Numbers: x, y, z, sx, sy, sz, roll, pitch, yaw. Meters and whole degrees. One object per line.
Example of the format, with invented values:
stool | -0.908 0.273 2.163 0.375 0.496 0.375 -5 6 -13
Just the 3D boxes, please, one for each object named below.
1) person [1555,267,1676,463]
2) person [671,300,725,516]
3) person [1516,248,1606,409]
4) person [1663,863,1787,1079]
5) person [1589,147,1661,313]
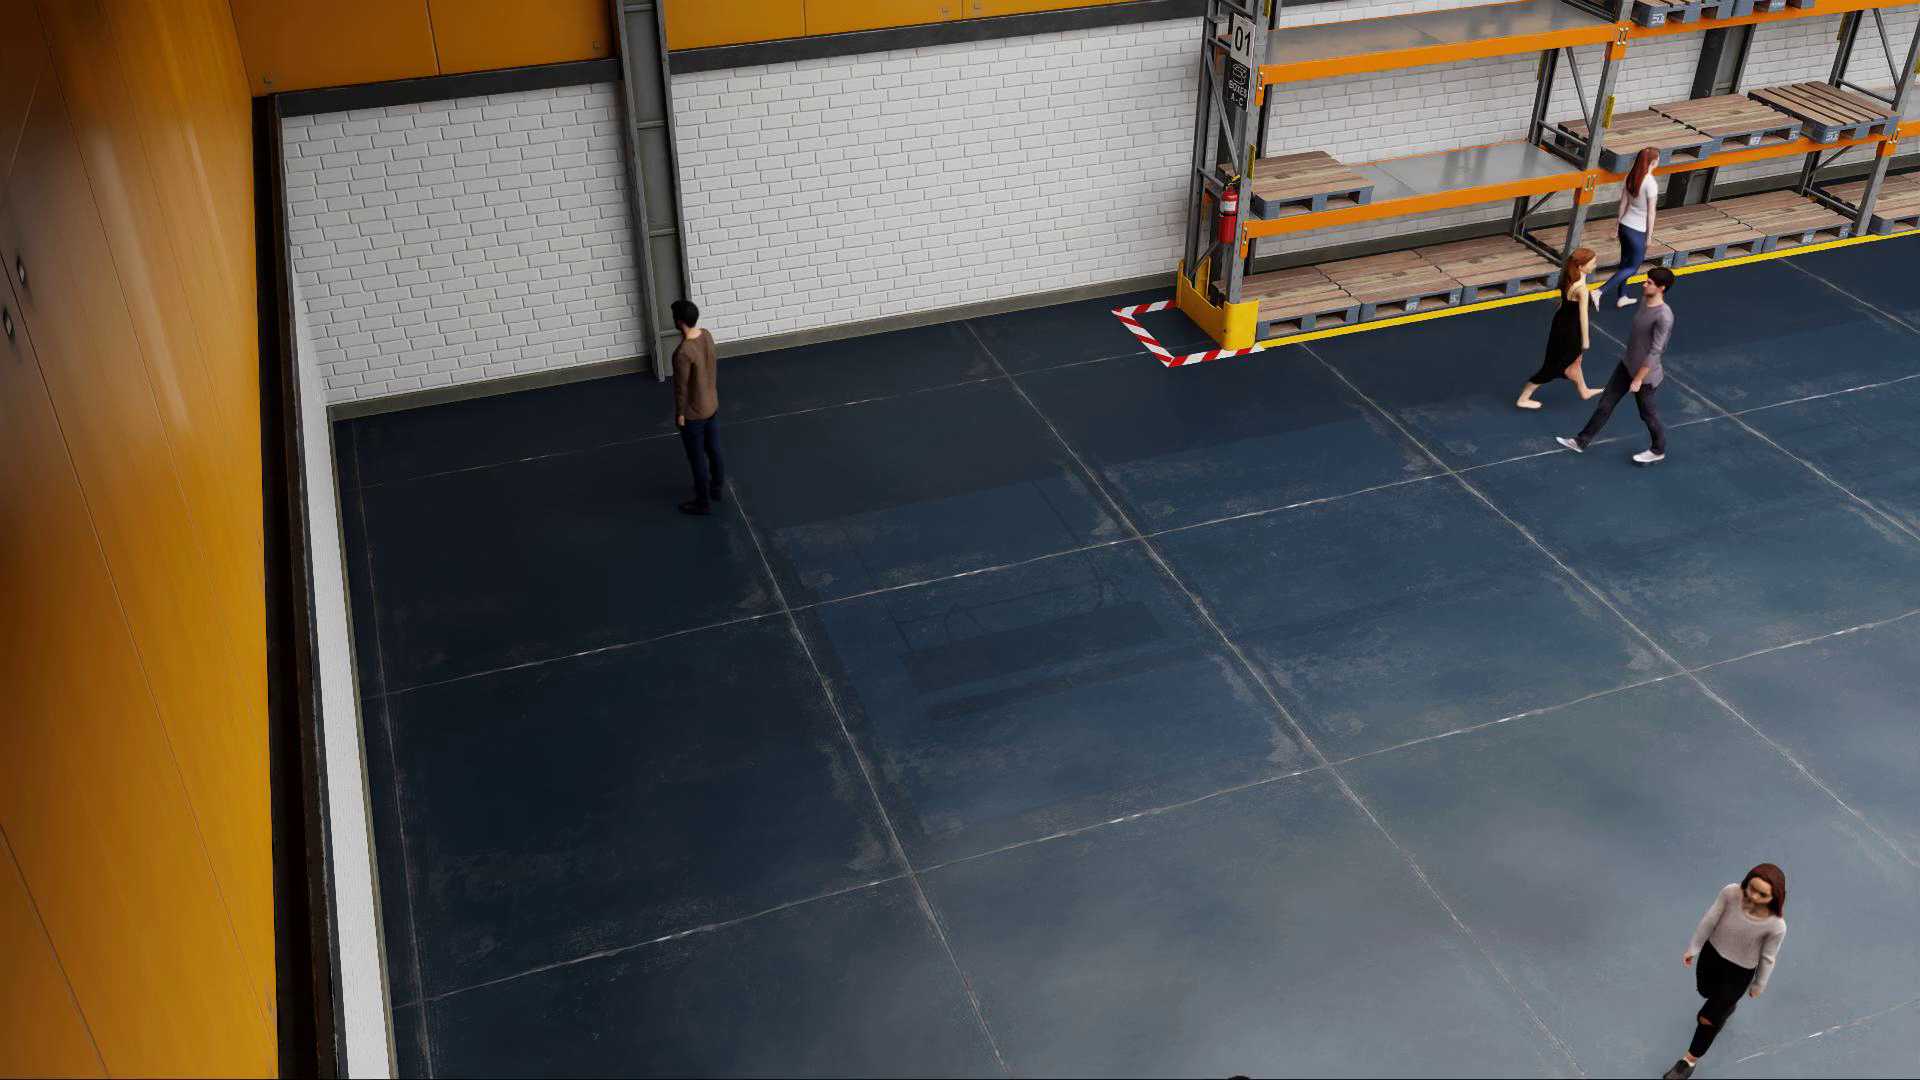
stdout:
person | 5.908 -1.448 14.202 1.251 1.803 0.918 -2 34 -3
person | -2.139 -1.100 13.603 0.782 1.887 0.744 10 35 15
person | 5.379 -1.867 15.033 1.131 1.582 0.856 2 34 2
person | 4.151 2.249 8.946 0.984 1.463 0.679 -20 39 -28
person | 6.719 -3.082 16.732 0.960 1.724 0.594 -14 36 -20
